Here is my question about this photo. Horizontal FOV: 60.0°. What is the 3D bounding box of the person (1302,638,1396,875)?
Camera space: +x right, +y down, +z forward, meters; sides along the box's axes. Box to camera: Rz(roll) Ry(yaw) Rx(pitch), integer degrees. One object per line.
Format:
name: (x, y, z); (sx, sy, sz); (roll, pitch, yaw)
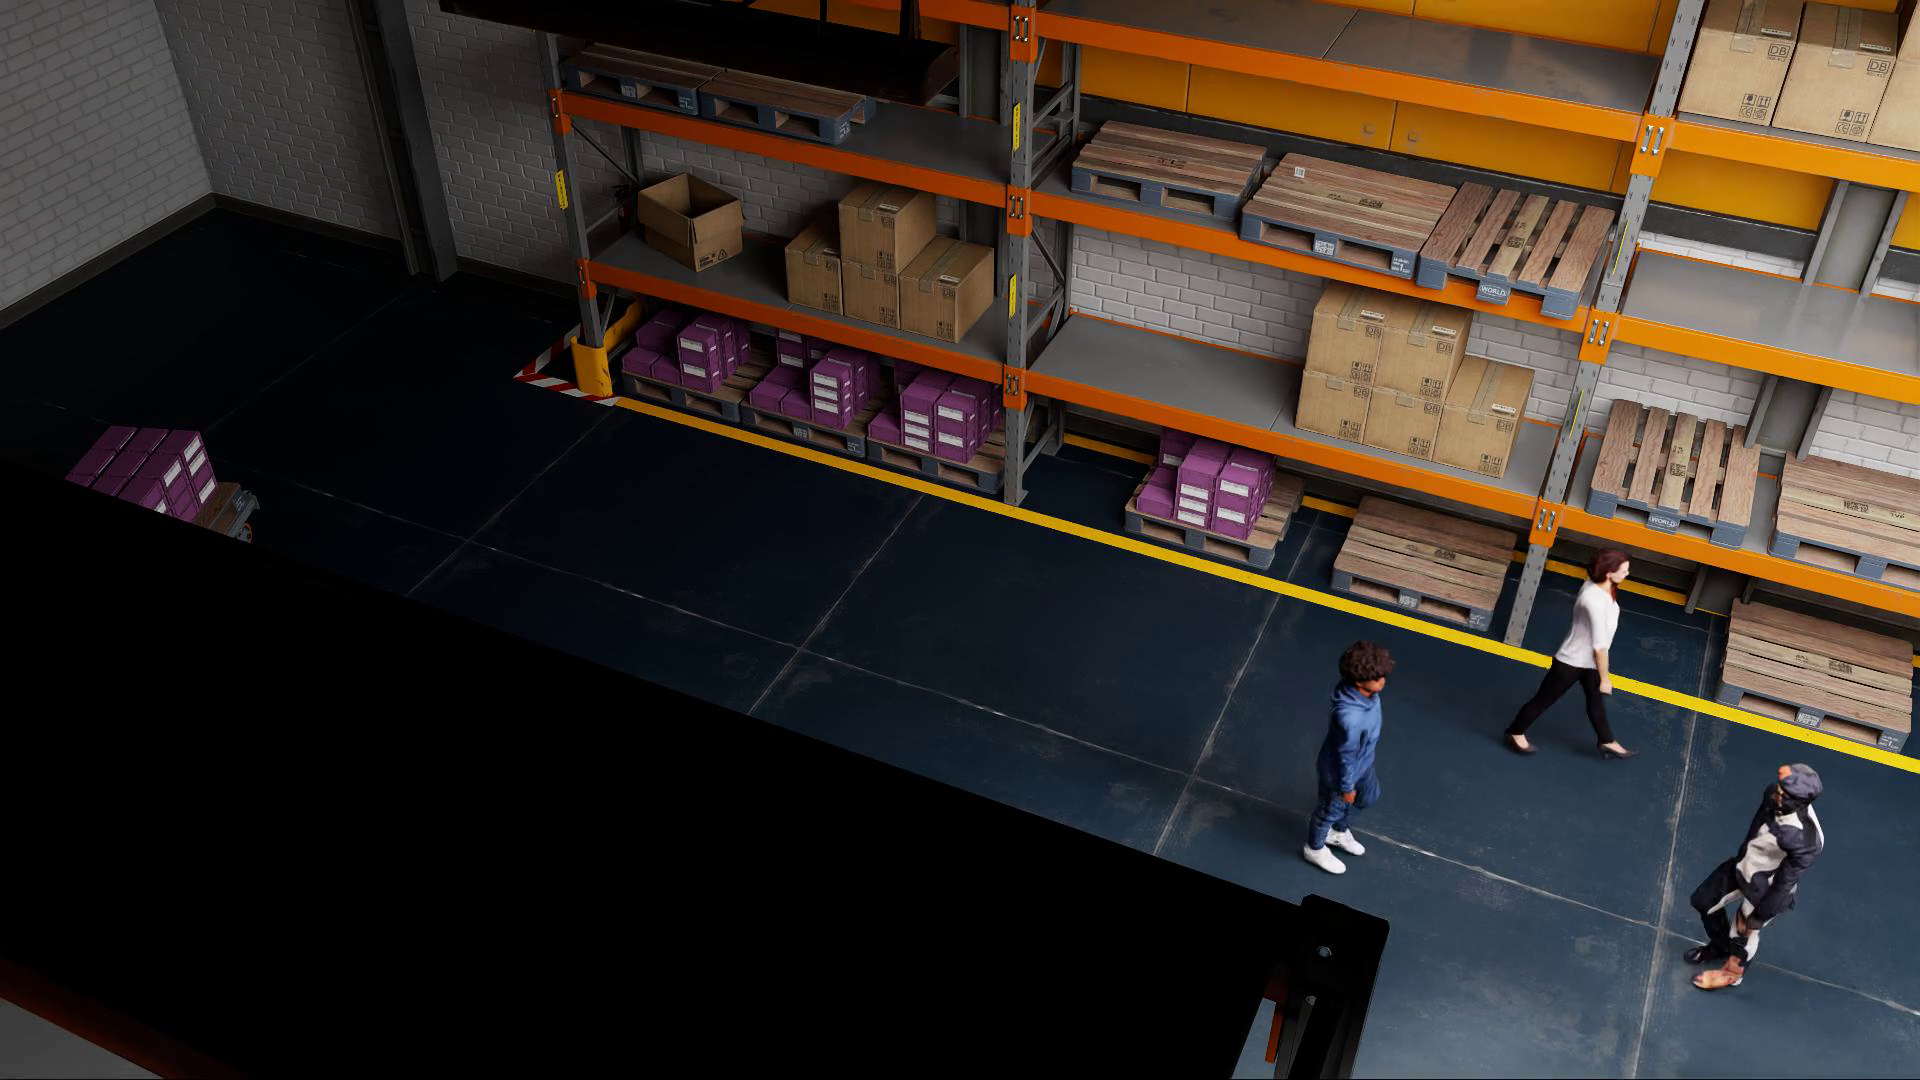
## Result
person: (2.267, 1.295, 10.060); (0.609, 1.800, 0.691); (18, 42, 21)

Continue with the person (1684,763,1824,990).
person: (4.531, 1.910, 9.235); (0.810, 1.868, 0.816); (2, 39, 2)

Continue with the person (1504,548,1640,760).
person: (3.886, 0.768, 10.754); (1.052, 1.758, 0.611); (17, 42, 20)
